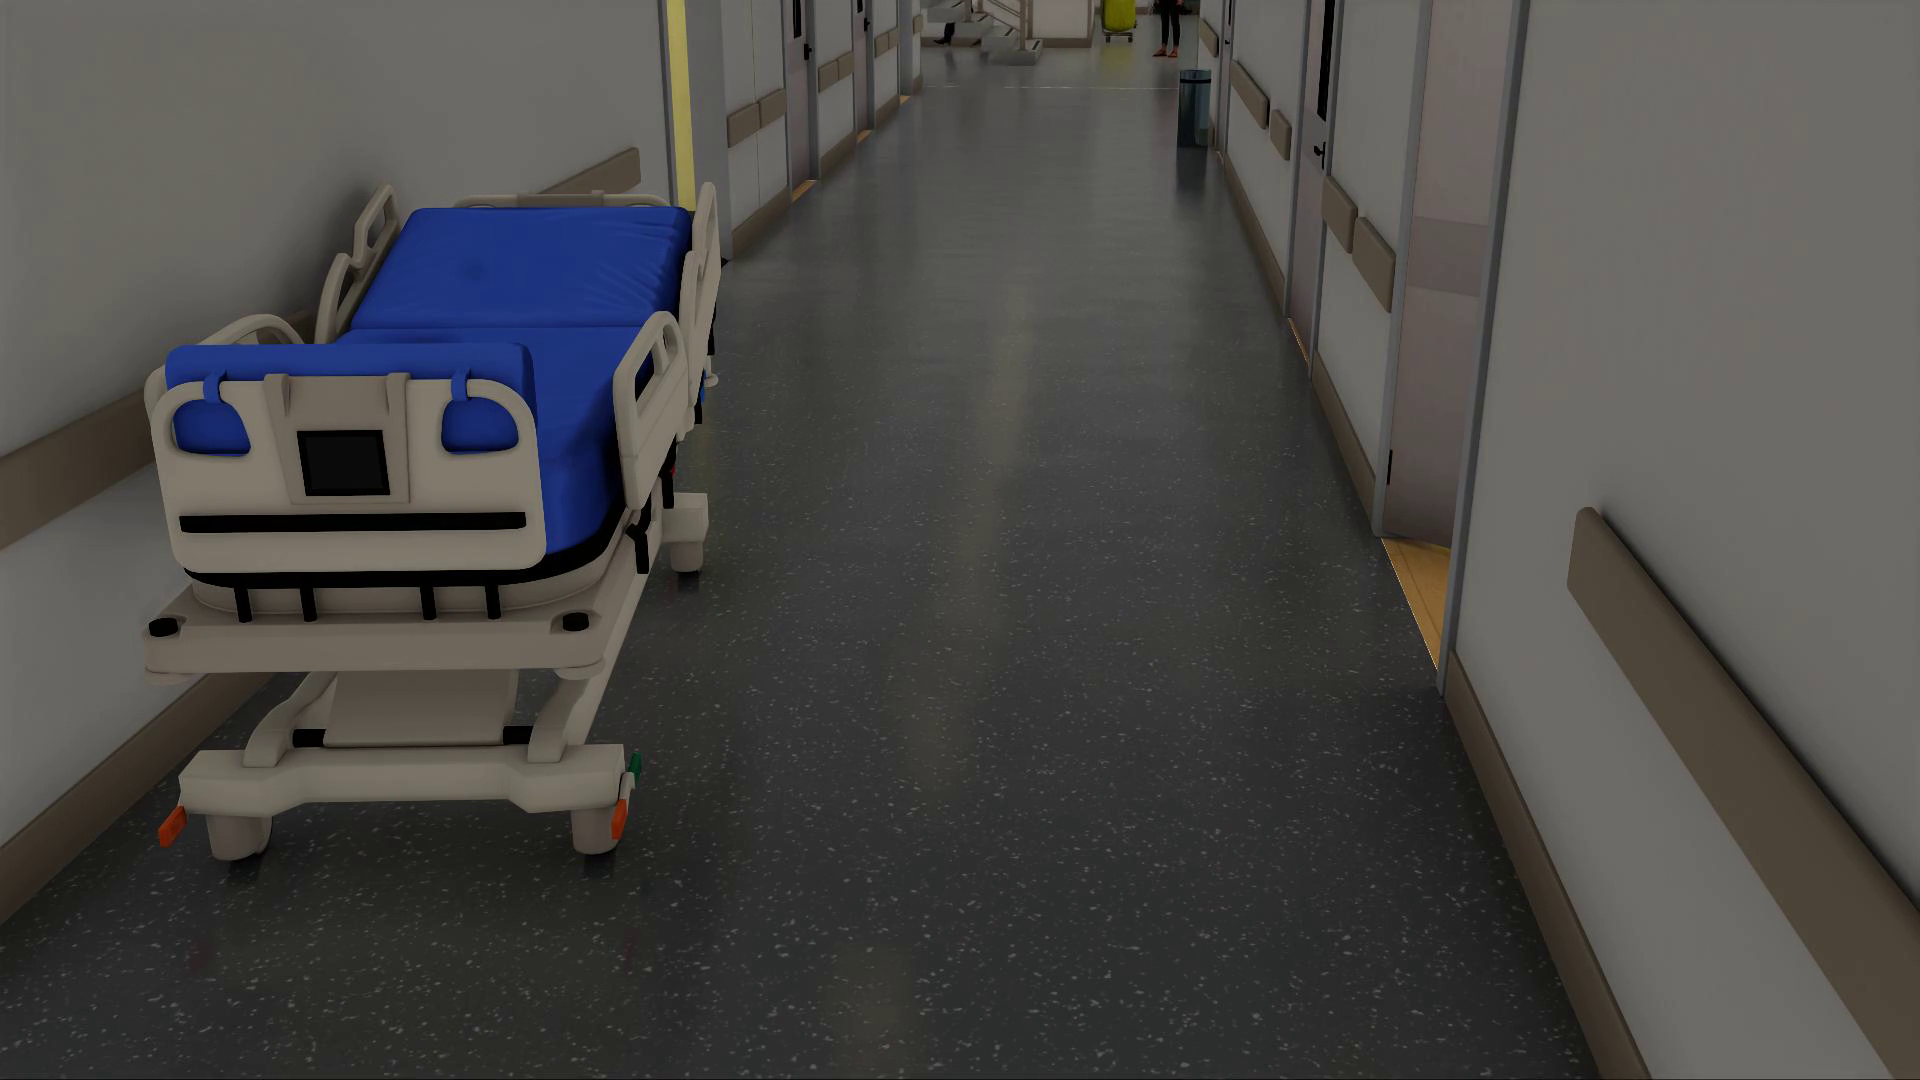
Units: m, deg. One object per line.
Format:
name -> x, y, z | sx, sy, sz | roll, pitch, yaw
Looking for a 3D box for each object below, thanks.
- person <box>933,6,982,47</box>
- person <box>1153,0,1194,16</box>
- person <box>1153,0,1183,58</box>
person -> 0.115, -8.973, 27.189 | 1.207, 1.773, 0.795 | -1, 21, -4
person -> 4.582, -12.232, 35.783 | 1.072, 1.816, 0.648 | 1, 21, 4
person -> 3.257, -8.420, 25.709 | 0.665, 1.827, 0.750 | 19, 28, 40
